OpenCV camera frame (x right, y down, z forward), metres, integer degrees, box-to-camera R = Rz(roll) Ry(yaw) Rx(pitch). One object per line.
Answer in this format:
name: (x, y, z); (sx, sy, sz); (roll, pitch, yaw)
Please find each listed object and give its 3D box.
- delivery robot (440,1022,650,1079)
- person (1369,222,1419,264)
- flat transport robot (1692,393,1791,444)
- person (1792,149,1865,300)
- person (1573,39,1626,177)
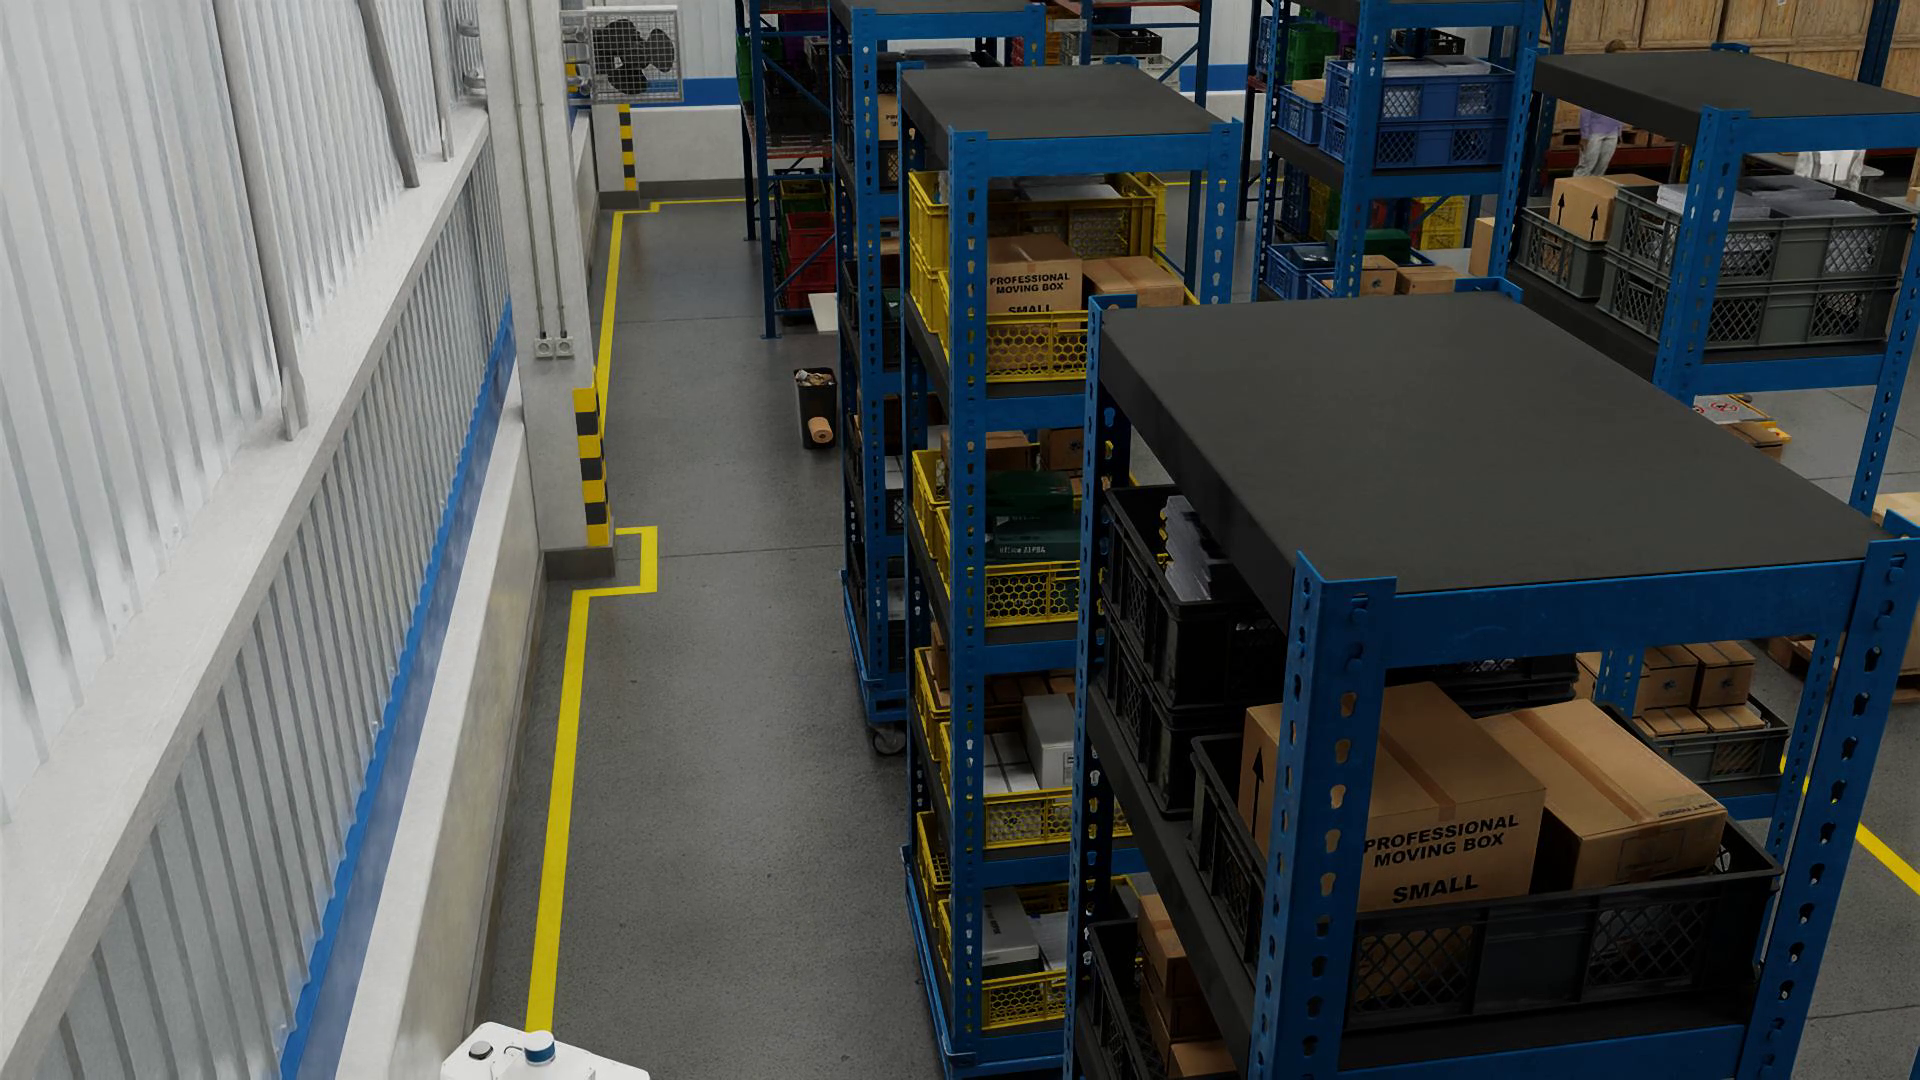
delivery robot: (-1.419, 1.899, 5.693); (0.707, 0.478, 0.477); (10, 26, 21)
person: (2.759, -1.273, 11.212); (0.646, 1.804, 0.511); (-2, 25, -5)
flat transport robot: (5.224, -0.859, 12.132); (1.431, 0.197, 0.652); (-4, 25, -8)
person: (7.653, -2.969, 14.806); (0.579, 1.882, 0.344); (1, 25, 3)
person: (6.815, -4.324, 17.684); (0.627, 1.940, 0.372); (-13, 28, -27)
